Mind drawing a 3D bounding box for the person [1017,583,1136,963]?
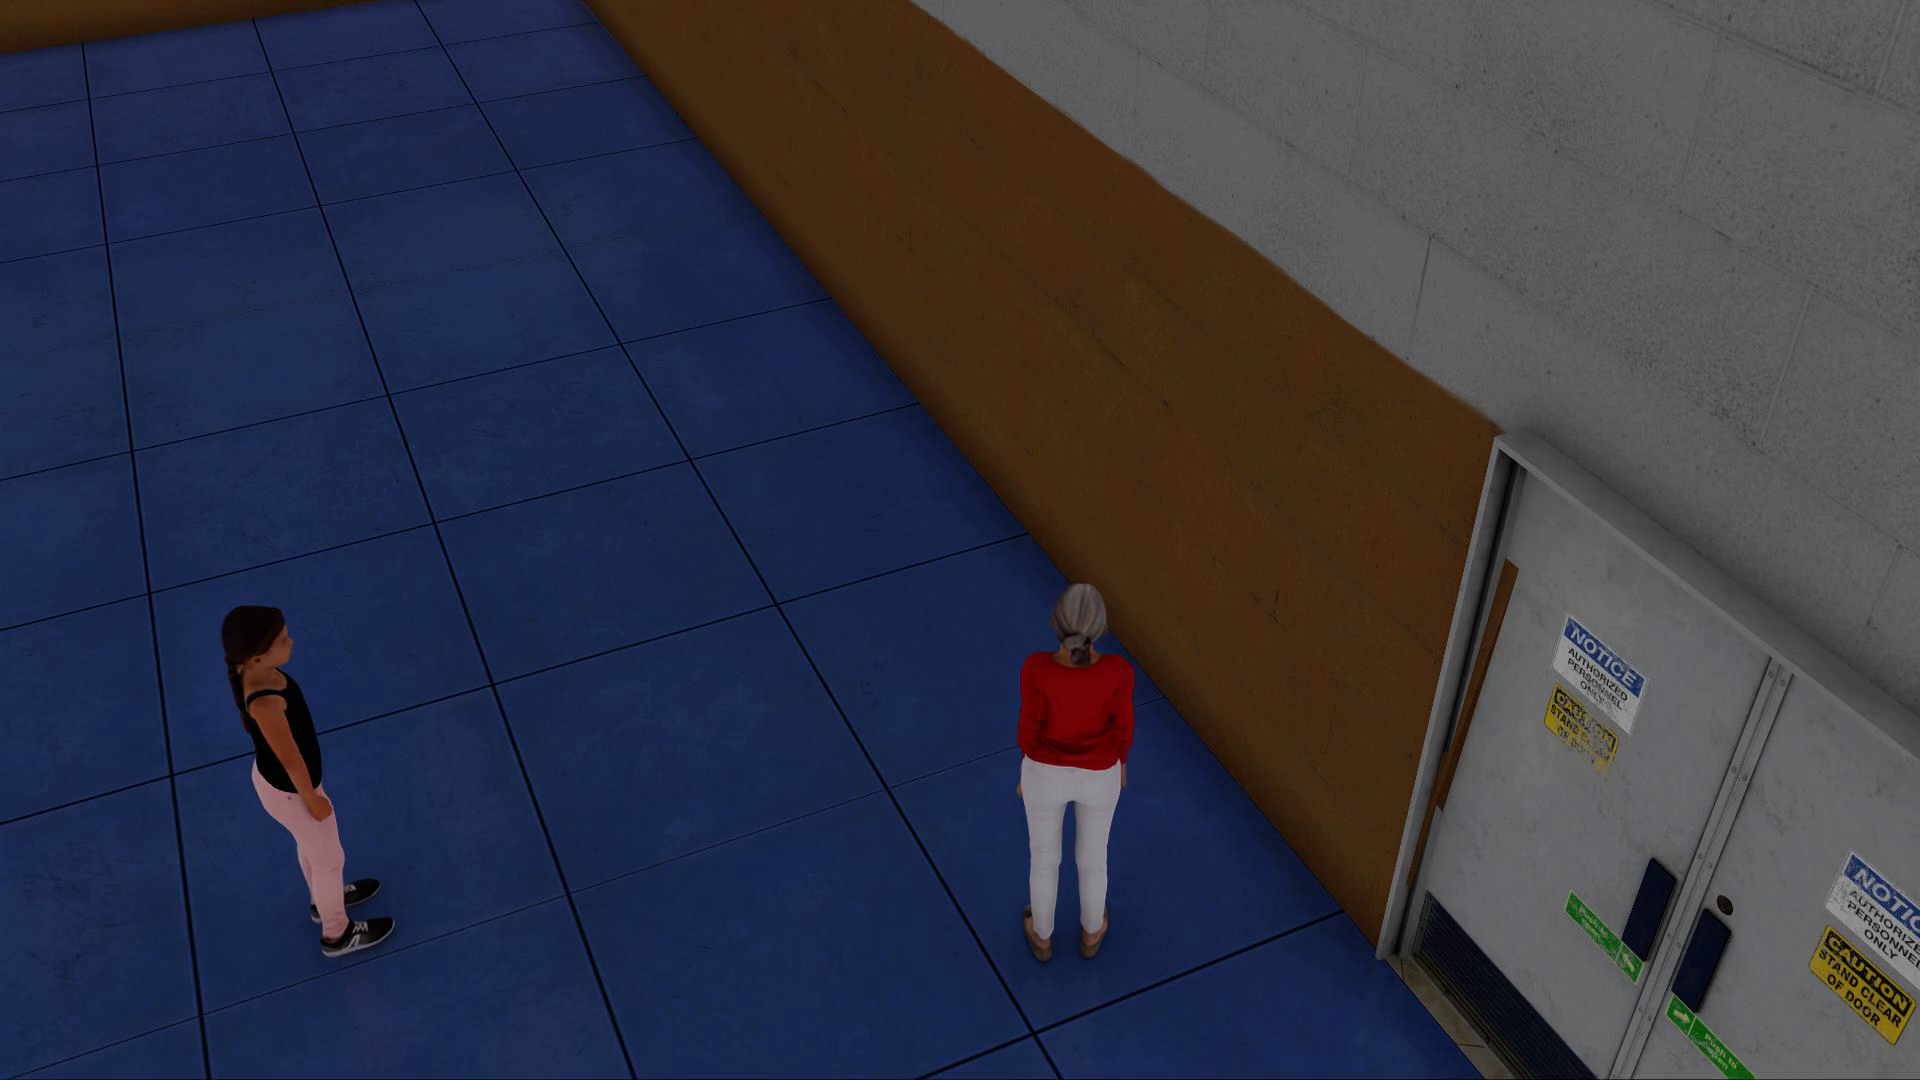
[{"bbox_3d":[0.384,0.820,5.718,0.601,1.694,0.697,0,37,0],"label":"person"}]

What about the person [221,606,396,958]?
[{"bbox_3d":[-2.323,0.846,5.793,0.556,1.562,0.552,-22,42,-26],"label":"person"}]
